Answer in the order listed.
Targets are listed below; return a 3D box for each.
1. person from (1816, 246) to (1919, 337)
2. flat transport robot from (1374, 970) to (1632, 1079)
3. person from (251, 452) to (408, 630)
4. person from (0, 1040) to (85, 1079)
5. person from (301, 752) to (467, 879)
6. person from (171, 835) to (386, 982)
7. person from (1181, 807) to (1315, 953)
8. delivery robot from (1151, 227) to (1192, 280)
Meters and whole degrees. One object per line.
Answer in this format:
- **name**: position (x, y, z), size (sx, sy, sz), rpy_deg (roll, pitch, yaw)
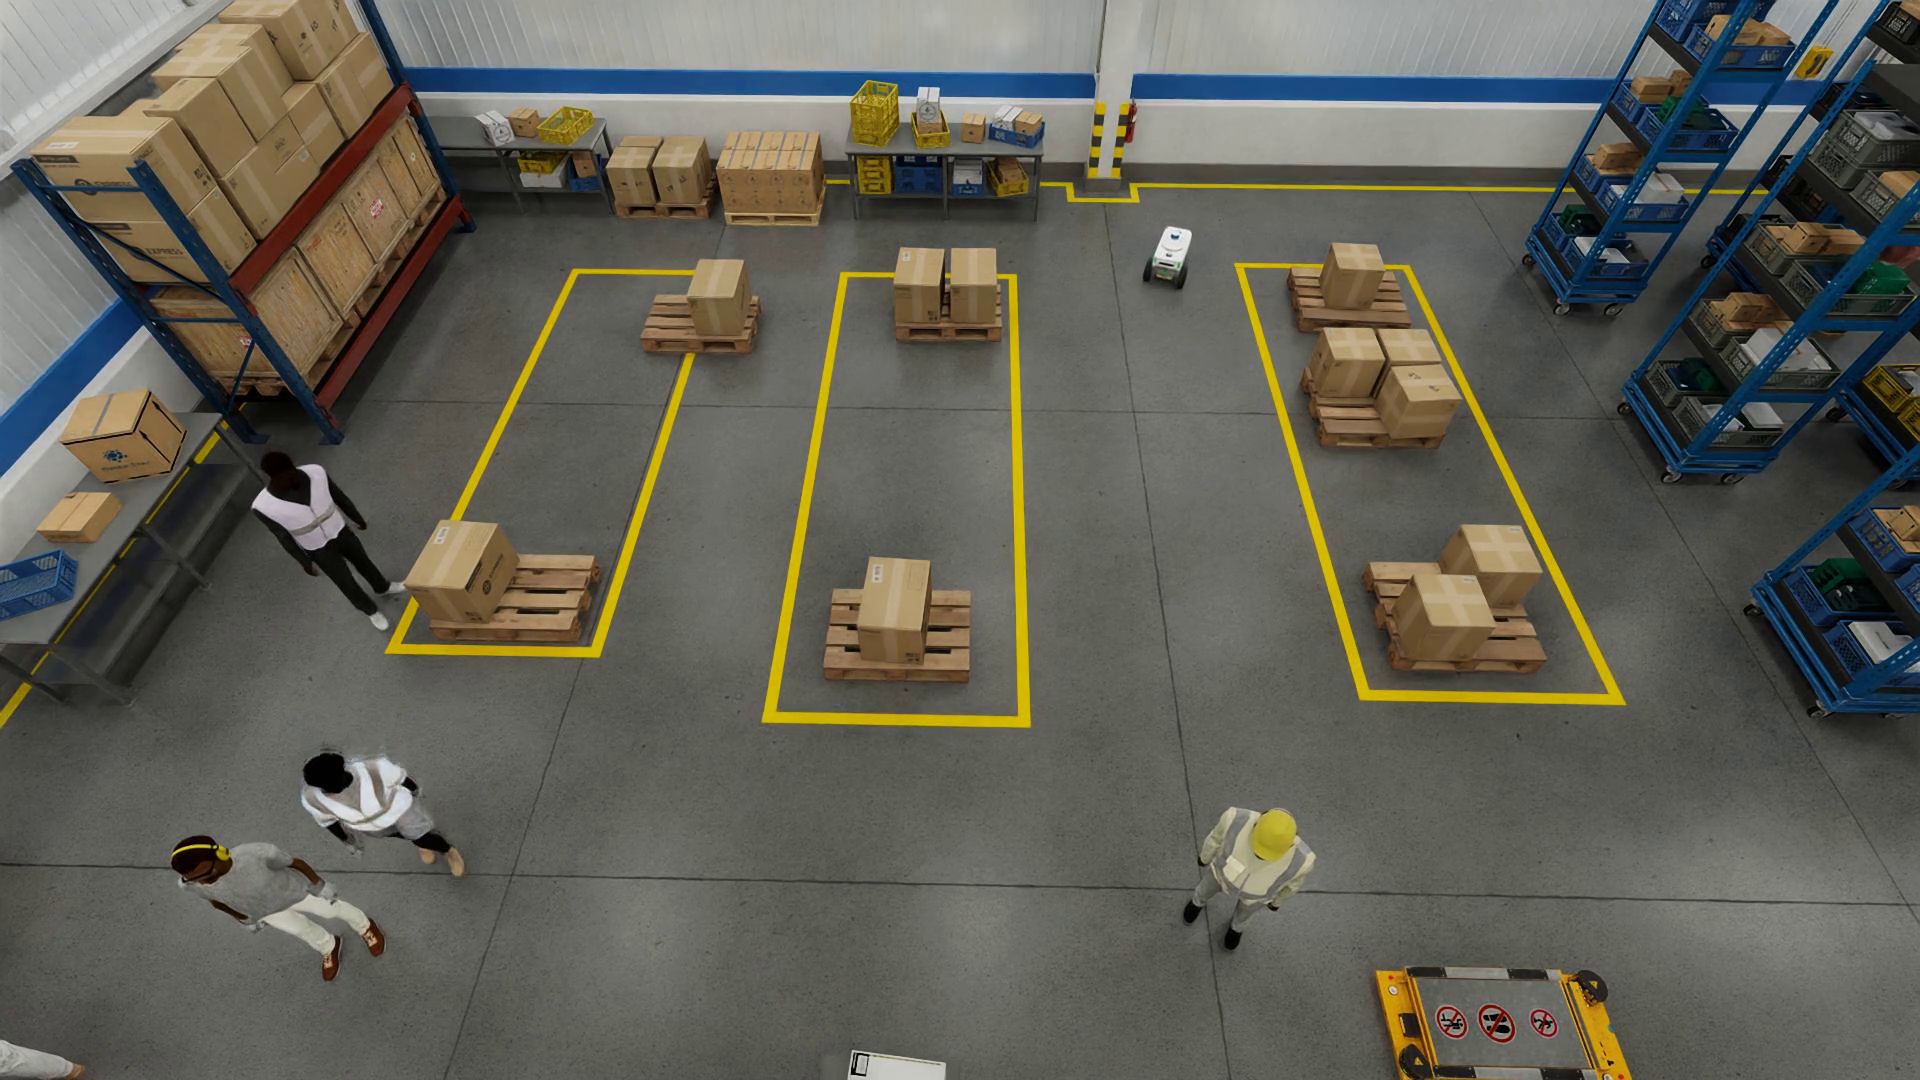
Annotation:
- **person**: position (10.094, -3.114, 9.907), size (0.387, 1.988, 0.608), rpy_deg (18, 53, 14)
- **flat transport robot**: position (3.501, 3.133, 5.914), size (1.431, 0.197, 0.652), rpy_deg (1, 51, 1)
- **person**: position (-5.121, -0.024, 7.445), size (0.455, 1.904, 0.607), rpy_deg (20, 54, 15)
- **person**: position (-5.706, 2.952, 5.056), size (0.429, 1.840, 0.636), rpy_deg (-6, 51, -5)
- **person**: position (-3.815, 1.855, 6.056), size (0.537, 1.677, 0.583), rpy_deg (-21, 54, -16)
- **person**: position (-4.155, 2.229, 5.630), size (0.514, 1.867, 0.332), rpy_deg (-22, 54, -17)
- **person**: position (1.779, 2.109, 5.755), size (0.595, 1.823, 0.403), rpy_deg (28, 56, 21)
- **delivery robot**: position (2.565, -3.501, 11.082), size (0.477, 0.478, 0.707), rpy_deg (16, 53, 13)
